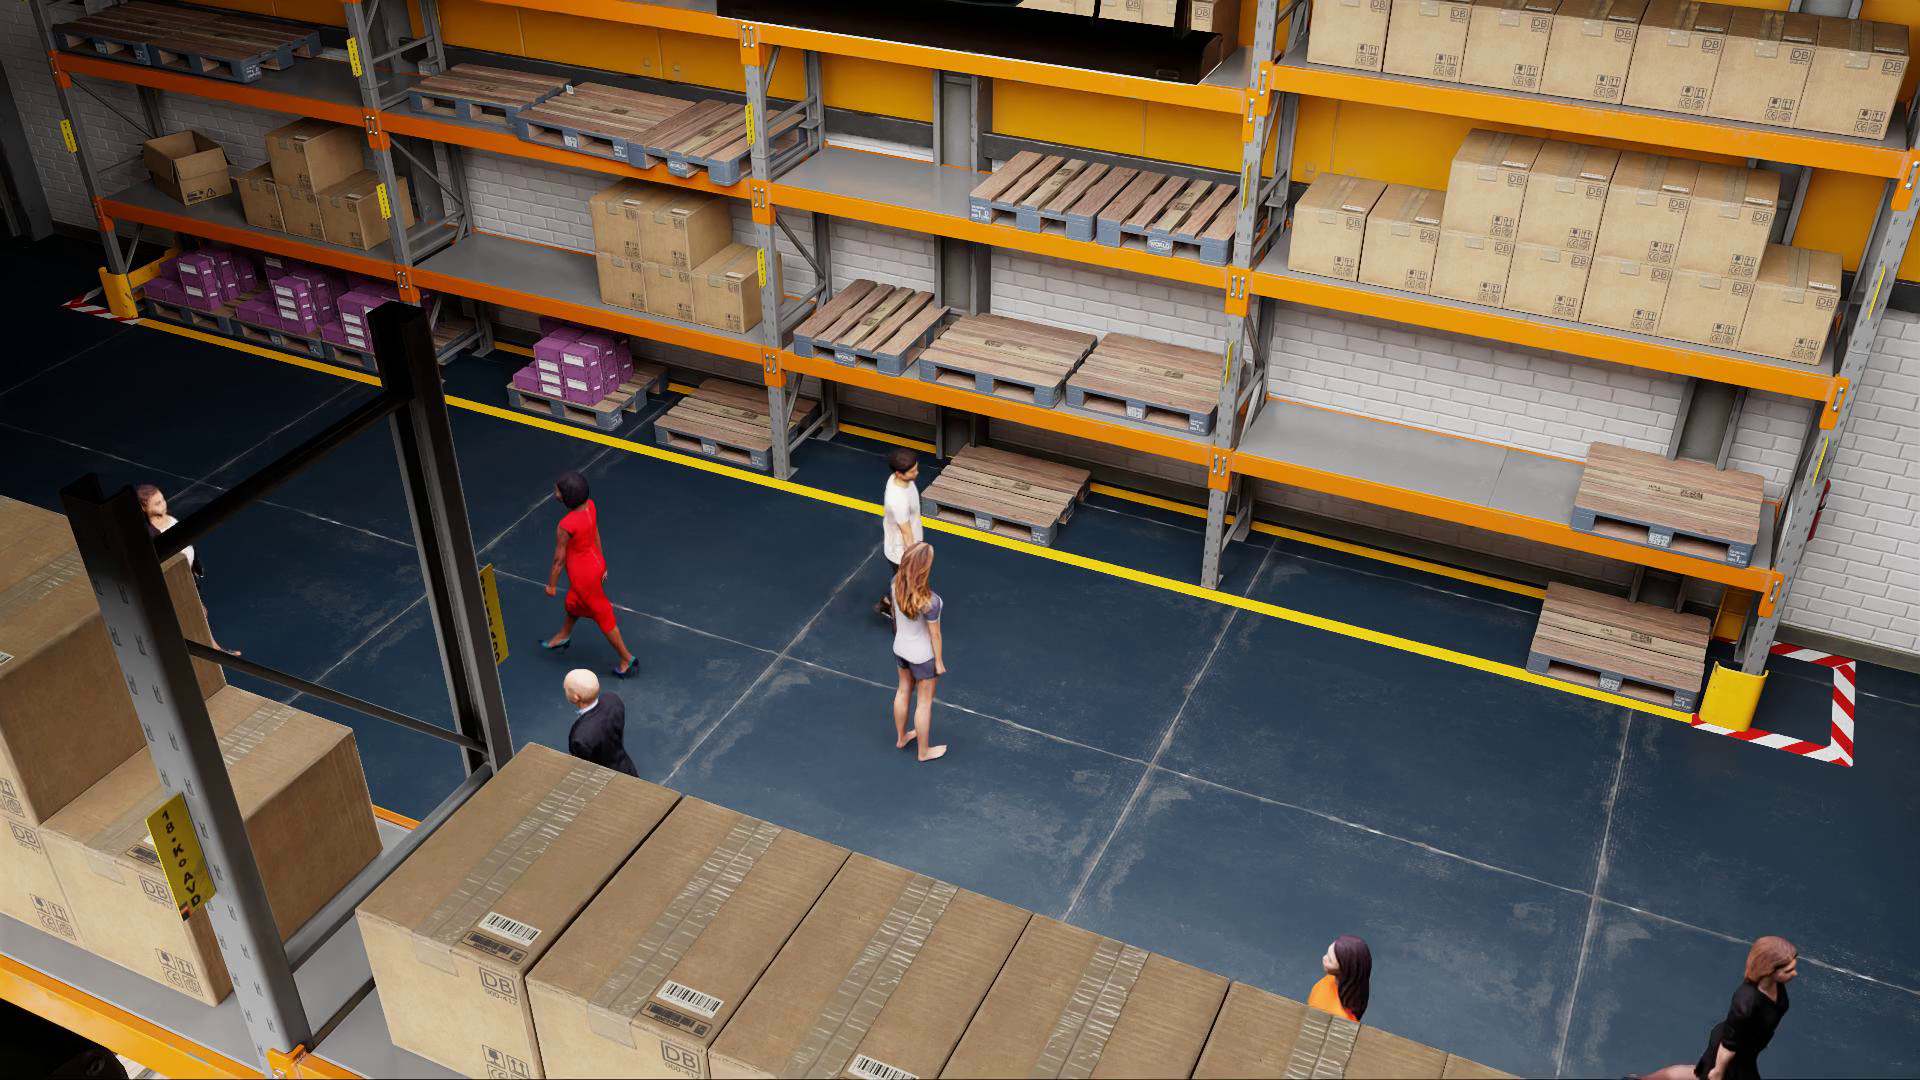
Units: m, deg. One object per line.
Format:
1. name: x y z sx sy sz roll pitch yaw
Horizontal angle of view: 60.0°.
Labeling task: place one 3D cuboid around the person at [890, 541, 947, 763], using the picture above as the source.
1. person: -0.305 0.759 11.379 0.736 1.729 0.602 -28 43 -35

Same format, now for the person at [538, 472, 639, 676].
1. person: -2.624 0.301 12.086 1.108 1.709 0.727 7 34 10

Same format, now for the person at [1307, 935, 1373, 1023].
1. person: 2.001 2.664 8.537 1.137 1.702 0.720 10 35 15

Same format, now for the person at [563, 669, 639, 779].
1. person: -2.100 1.519 10.190 1.105 1.780 0.668 13 36 19

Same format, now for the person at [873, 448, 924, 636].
1. person: -0.500 0.032 12.498 0.775 1.702 0.742 1 34 1

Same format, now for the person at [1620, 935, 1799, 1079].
1. person: 3.927 2.623 8.626 1.105 1.673 0.780 25 41 33

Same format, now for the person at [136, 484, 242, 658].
1. person: -5.860 0.242 12.328 1.018 1.540 0.797 0 34 1
